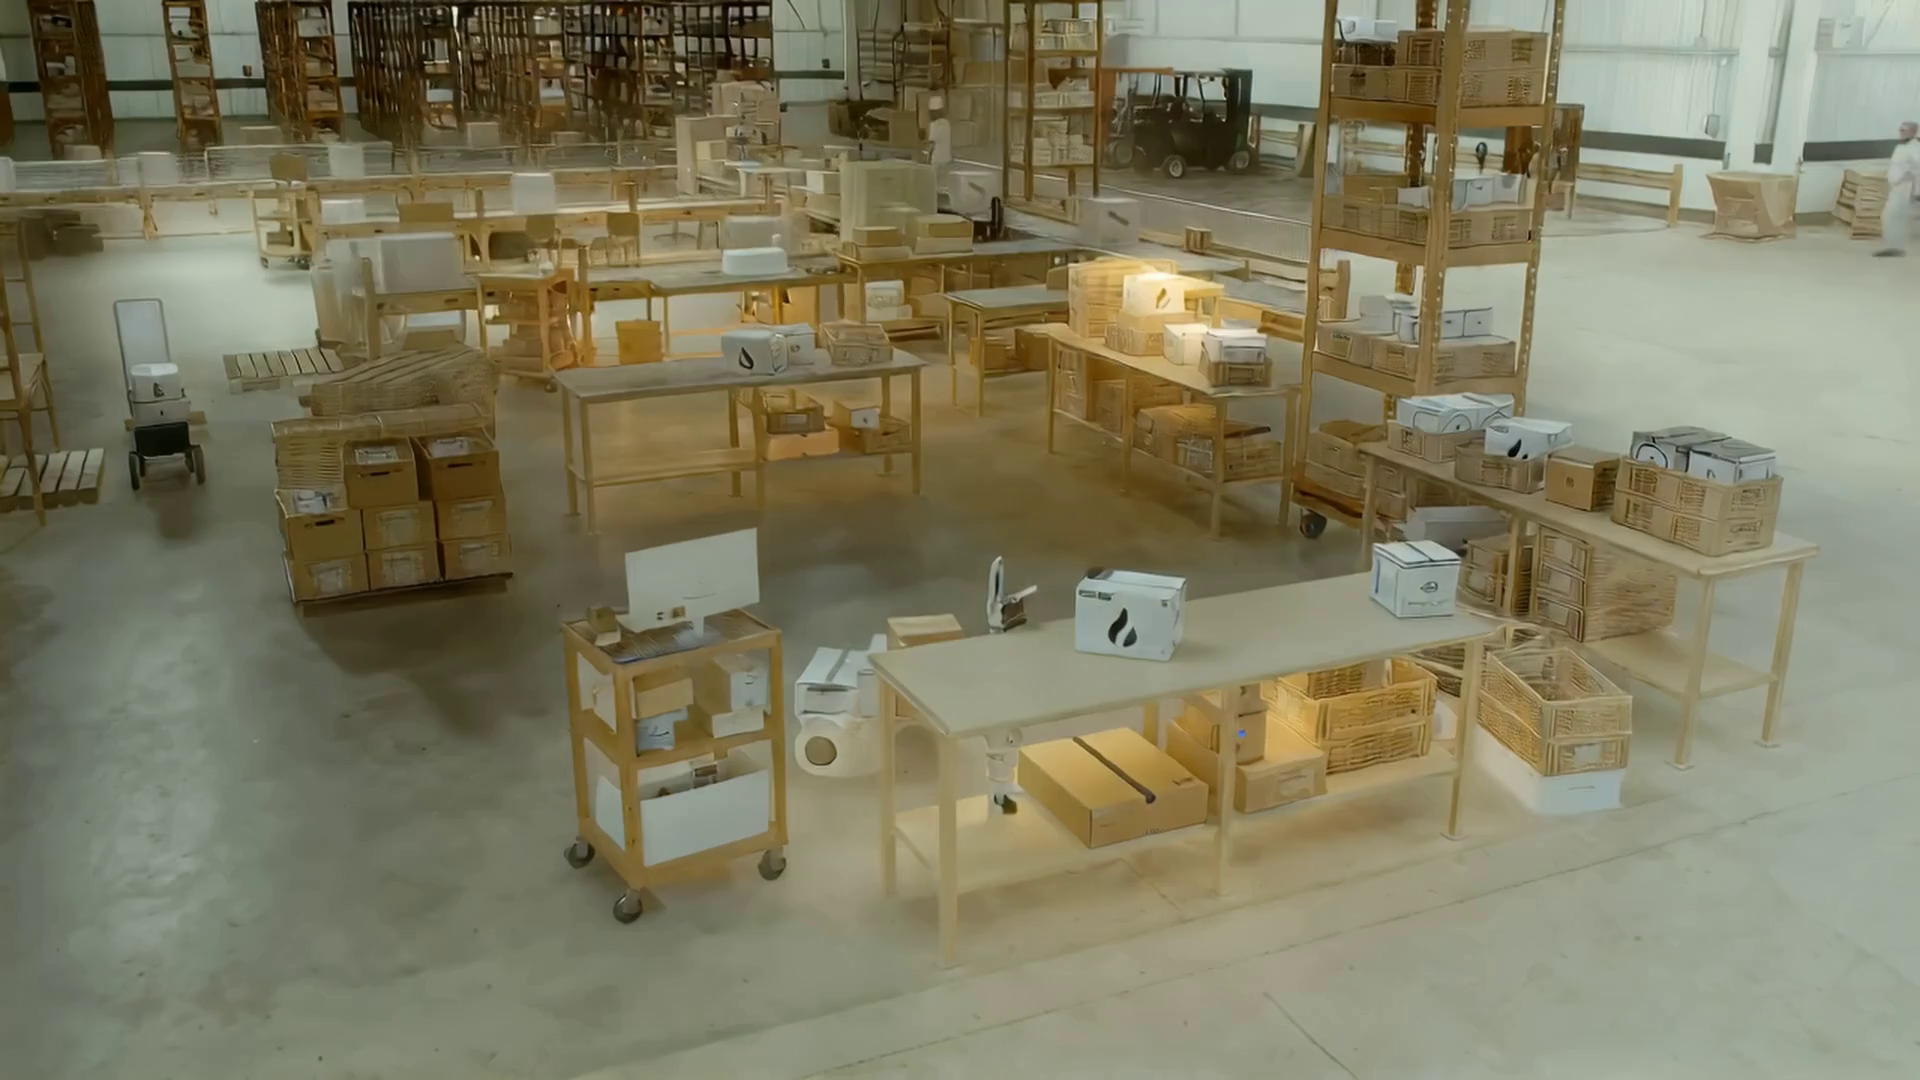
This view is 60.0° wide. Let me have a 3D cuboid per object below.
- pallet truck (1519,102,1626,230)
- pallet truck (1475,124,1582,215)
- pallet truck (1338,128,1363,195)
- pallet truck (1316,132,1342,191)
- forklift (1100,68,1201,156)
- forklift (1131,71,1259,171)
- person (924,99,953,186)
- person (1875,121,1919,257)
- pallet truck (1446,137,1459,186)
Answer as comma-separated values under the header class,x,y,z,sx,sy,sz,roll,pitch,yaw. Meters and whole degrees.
class,x,y,z,sx,sy,sz,roll,pitch,yaw
pallet truck,9.972,-6.037,26.785,1.885,1.965,0.823,-9,20,-25
pallet truck,9.707,-6.455,28.103,1.885,1.965,0.823,-7,19,-20
pallet truck,7.845,-7.140,31.411,1.522,1.261,0.704,-9,20,-25
pallet truck,7.723,-7.504,32.656,1.601,1.201,0.680,-8,19,-23
forklift,4.082,-9.564,37.410,2.680,1.987,1.157,-8,19,-23
forklift,4.998,-8.936,35.413,2.680,1.987,1.157,-9,20,-25
person,-0.303,-6.273,27.554,1.006,2.000,0.604,5,18,15
person,13.296,-4.978,23.633,0.595,1.888,0.649,4,18,12
pallet truck,9.184,-6.485,29.328,1.630,1.274,0.653,-8,19,-23
